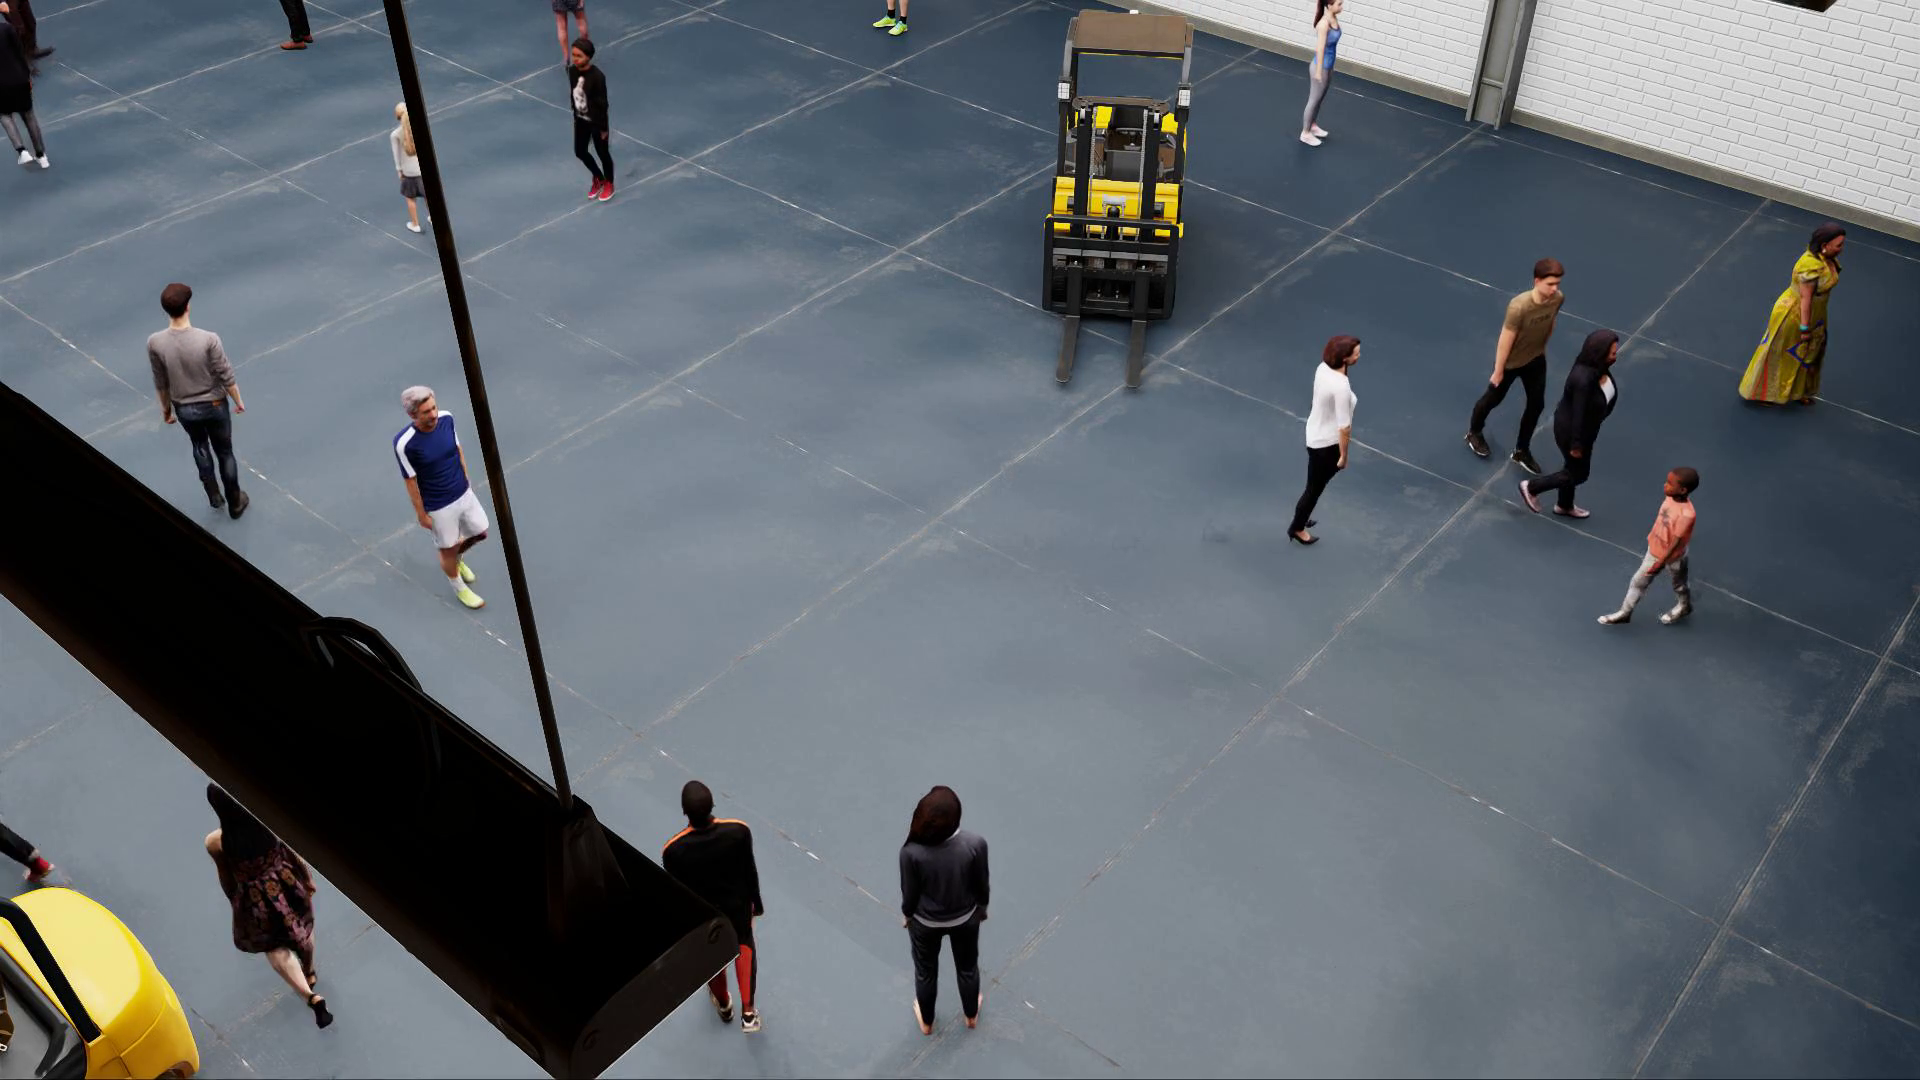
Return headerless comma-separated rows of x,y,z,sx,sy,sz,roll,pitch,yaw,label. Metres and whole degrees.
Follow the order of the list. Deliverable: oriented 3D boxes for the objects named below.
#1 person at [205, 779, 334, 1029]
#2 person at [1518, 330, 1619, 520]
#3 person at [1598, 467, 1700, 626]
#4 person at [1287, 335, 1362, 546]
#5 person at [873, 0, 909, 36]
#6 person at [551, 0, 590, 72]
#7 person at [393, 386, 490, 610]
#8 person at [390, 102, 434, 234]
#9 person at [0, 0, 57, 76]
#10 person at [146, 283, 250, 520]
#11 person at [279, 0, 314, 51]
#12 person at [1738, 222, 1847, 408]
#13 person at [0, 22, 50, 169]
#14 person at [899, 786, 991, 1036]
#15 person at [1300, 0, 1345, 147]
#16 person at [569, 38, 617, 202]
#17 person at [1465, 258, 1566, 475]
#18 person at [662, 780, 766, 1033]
-3.553,1.917,8.639,0.733,1.753,0.968,-25,45,-28,person
4.465,-0.825,12.195,0.849,1.600,0.761,20,43,24,person
4.890,0.073,11.320,0.885,1.288,0.889,-7,39,-9,person
2.504,-0.689,11.880,0.812,1.782,0.747,-4,39,-5,person
-0.790,-6.957,19.640,0.784,1.891,0.569,-28,47,-31,person
-4.455,-6.062,18.695,0.958,1.673,0.975,1,39,2,person
-3.594,-0.328,11.388,0.726,1.831,0.689,22,44,26,person
-5.212,-3.568,15.891,0.560,1.274,0.568,-27,46,-29,person
-10.719,-6.159,18.697,0.935,1.821,0.966,-5,39,-6,person
-5.524,-0.919,12.084,0.825,1.886,0.864,-8,39,-9,person
-7.868,-6.650,19.262,0.777,1.884,0.772,3,39,4,person
6.690,-1.822,13.405,0.758,1.648,0.790,28,46,30,person
-9.561,-4.560,16.750,0.705,1.753,0.714,-26,45,-28,person
-0.080,1.931,8.610,0.682,1.768,0.727,-5,39,-7,person
3.783,-4.936,17.337,0.590,1.609,0.614,17,42,20,person
-3.560,-4.140,16.300,0.589,1.658,0.728,17,42,20,person
4.246,-1.403,12.744,0.928,1.818,1.076,-15,41,-18,person
-1.229,1.949,8.560,0.857,1.802,0.948,-12,40,-15,person
